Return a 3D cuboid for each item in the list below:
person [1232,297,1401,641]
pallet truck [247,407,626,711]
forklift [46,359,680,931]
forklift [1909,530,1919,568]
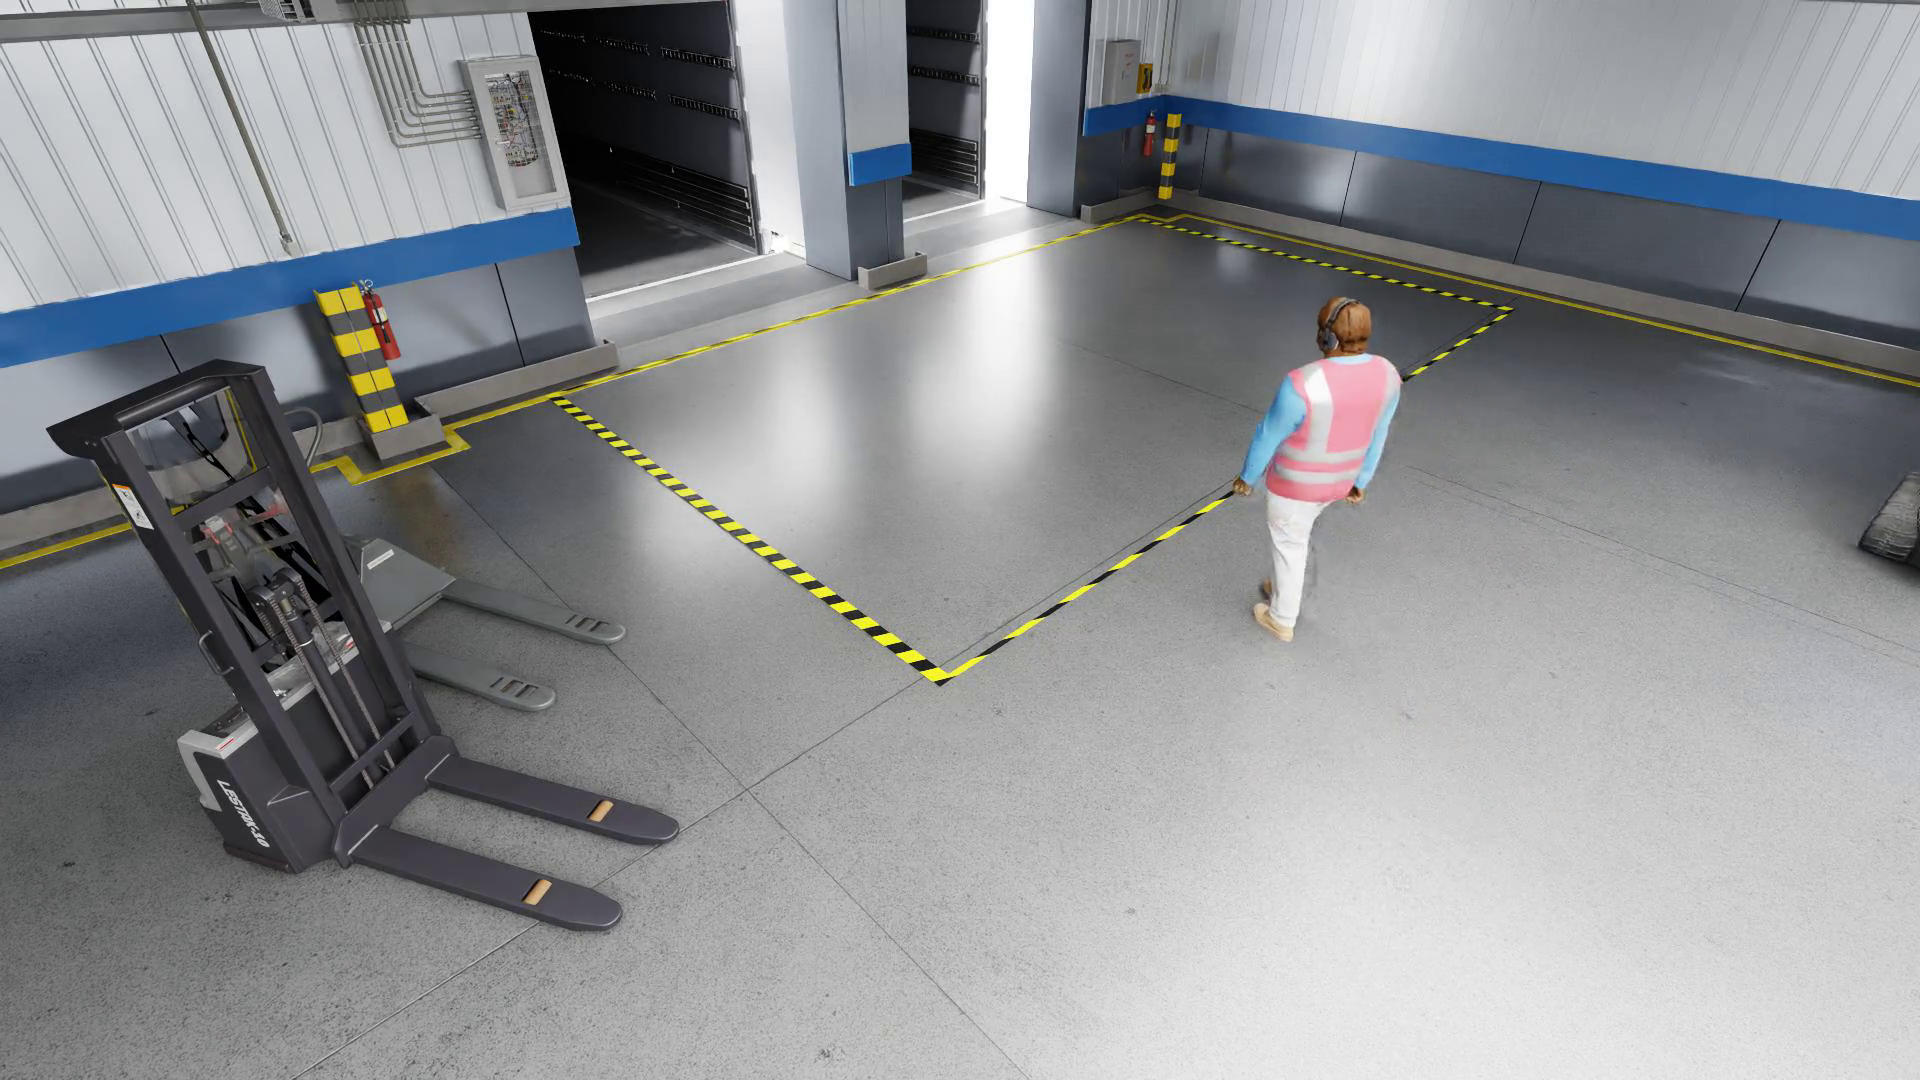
[{"bbox_3d":[1.728,-0.303,4.584,0.628,1.806,0.469,-14,37,-20],"label":"person"},{"bbox_3d":[-2.628,0.038,4.590,1.601,1.201,0.680,12,36,18],"label":"pallet truck"},{"bbox_3d":[-2.135,0.422,3.354,1.885,1.965,0.823,10,35,14],"label":"forklift"},{"bbox_3d":[6.673,-0.901,4.983,2.680,2.036,1.157,-22,40,-29],"label":"forklift"}]
